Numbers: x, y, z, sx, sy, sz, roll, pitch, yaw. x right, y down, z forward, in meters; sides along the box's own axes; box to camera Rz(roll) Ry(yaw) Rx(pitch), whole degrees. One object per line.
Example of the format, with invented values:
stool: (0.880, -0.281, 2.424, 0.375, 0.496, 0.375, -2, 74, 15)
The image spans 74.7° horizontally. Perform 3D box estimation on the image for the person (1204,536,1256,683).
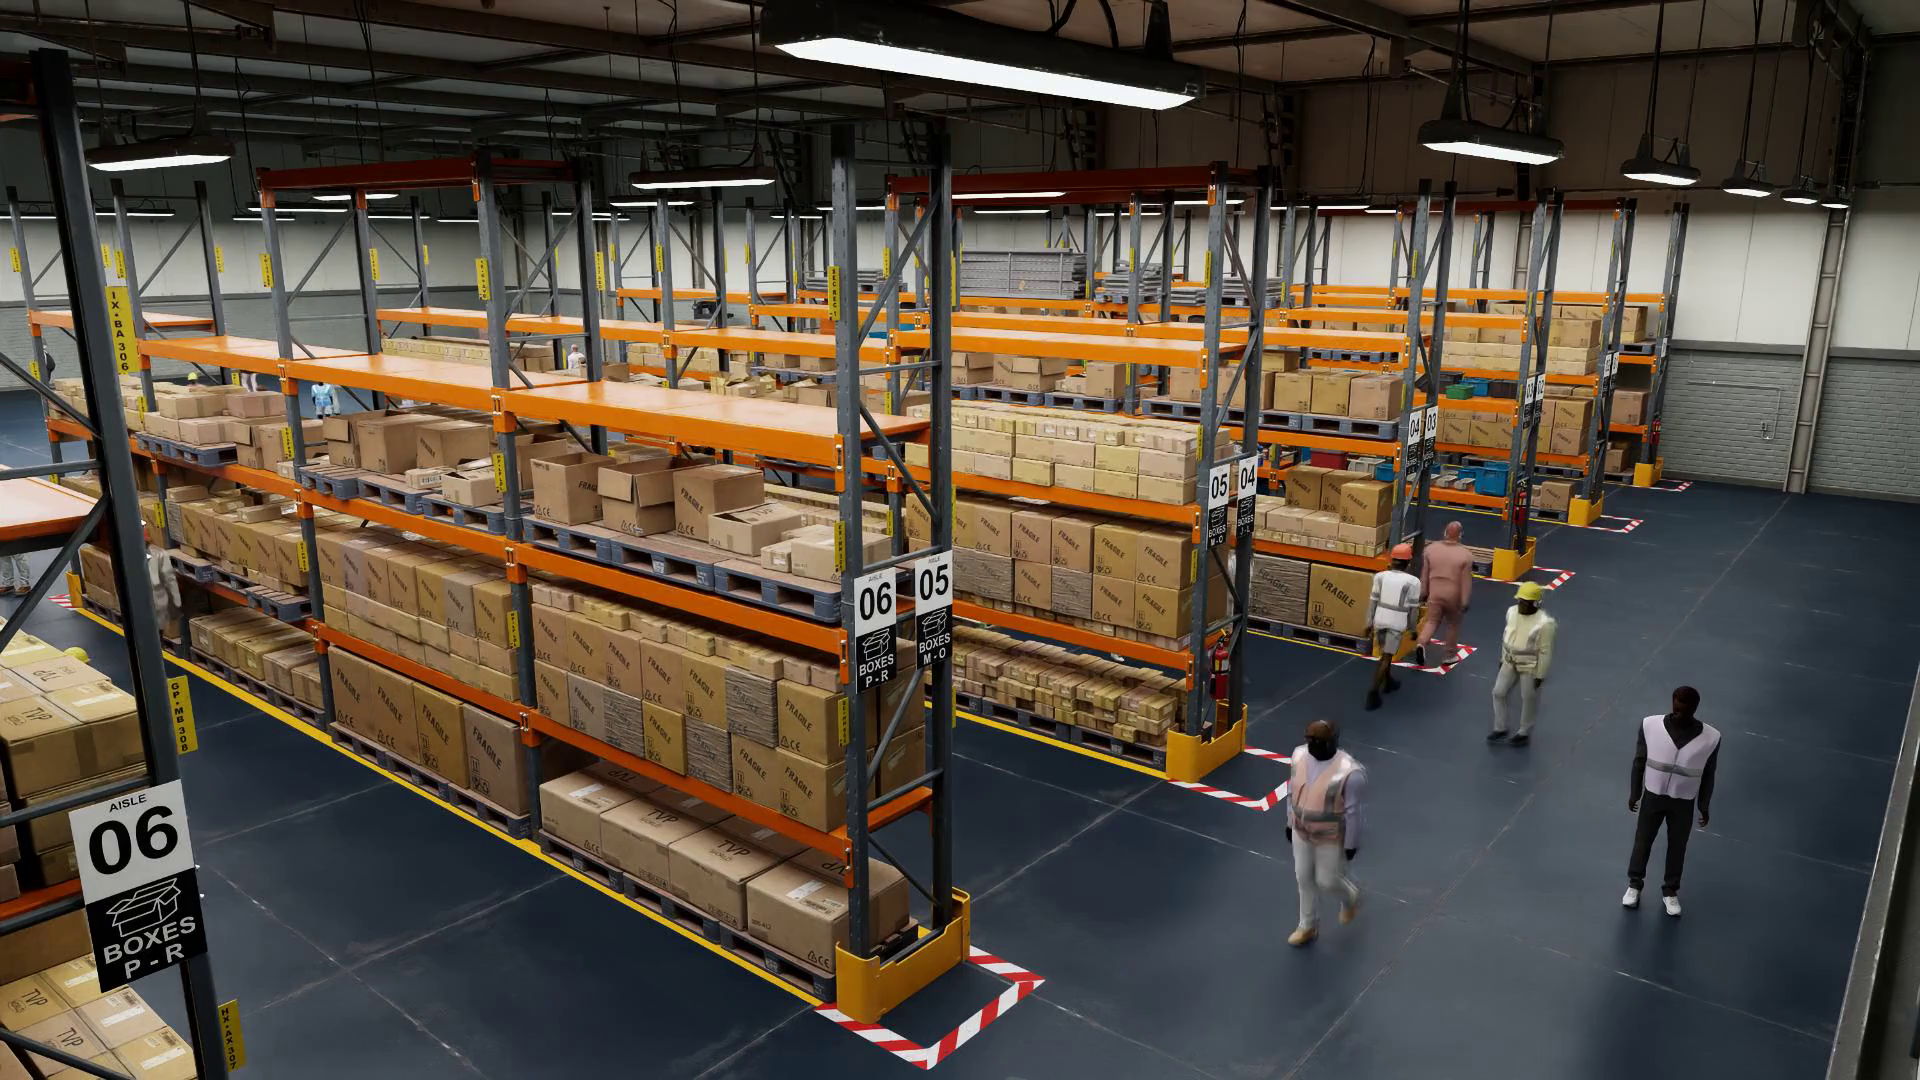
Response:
person: (3.326, 0.813, 15.401, 0.607, 1.871, 0.531, -13, 19, -43)

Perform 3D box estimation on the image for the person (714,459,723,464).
person: (-5.490, -2.268, 27.953, 0.585, 1.922, 0.378, 11, 17, 37)

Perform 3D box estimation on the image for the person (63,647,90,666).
person: (-7.997, 1.821, 11.527, 0.483, 1.737, 0.320, 3, 14, 13)

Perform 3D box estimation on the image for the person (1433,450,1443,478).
person: (10.095, -2.064, 27.188, 0.926, 1.889, 0.605, 11, 17, 37)

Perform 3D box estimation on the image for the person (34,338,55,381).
person: (-30.278, -5.652, 41.715, 0.535, 2.000, 0.684, -7, 15, -27)

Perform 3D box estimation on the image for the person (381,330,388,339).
person: (-22.980, -7.572, 50.362, 0.523, 1.638, 0.310, 8, 16, 30)

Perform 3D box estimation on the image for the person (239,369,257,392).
person: (-23.288, -5.516, 41.200, 0.587, 1.971, 0.649, 8, 16, 28)

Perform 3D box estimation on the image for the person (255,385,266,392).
person: (-16.799, -2.864, 30.641, 0.640, 1.811, 0.646, 8, 16, 28)

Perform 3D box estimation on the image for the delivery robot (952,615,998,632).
delivery robot: (0.168, 1.089, 16.886, 0.707, 0.478, 0.477, 13, 19, 43)

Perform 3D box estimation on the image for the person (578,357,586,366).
person: (-11.137, -4.510, 37.336, 0.336, 1.845, 0.514, -3, 14, -11)

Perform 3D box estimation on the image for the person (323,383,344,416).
person: (-18.985, -4.643, 37.944, 0.704, 1.807, 0.627, 6, 15, 25)

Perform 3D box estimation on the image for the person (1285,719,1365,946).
person: (2.810, 2.224, 9.703, 0.572, 1.822, 0.629, -10, 17, -36)

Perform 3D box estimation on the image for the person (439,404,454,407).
person: (-12.262, -2.760, 30.001, 0.876, 1.912, 0.600, -11, 17, -38)

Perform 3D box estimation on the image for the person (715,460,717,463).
person: (-5.913, -2.667, 29.694, 0.520, 1.876, 0.326, -2, 14, -9)

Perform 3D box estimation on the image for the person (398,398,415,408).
person: (-14.474, -3.504, 33.031, 0.551, 1.924, 0.558, -10, 17, -37)

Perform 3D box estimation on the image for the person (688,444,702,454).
person: (-4.667, -0.908, 22.325, 0.373, 1.939, 0.545, 9, 16, 33)

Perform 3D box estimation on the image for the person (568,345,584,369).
person: (-12.388, -5.341, 40.626, 0.409, 1.907, 0.651, 8, 16, 31)

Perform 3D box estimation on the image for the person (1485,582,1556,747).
person: (5.906, 1.331, 13.361, 0.610, 1.815, 0.620, -7, 15, -26)

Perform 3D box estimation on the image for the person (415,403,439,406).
person: (-13.145, -3.065, 31.205, 0.628, 1.960, 0.583, -10, 17, -36)

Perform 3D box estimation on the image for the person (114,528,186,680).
person: (-9.886, 0.770, 15.328, 1.048, 2.004, 0.631, 12, 18, 40)

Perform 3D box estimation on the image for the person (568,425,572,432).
person: (-10.363, -3.444, 32.887, 0.861, 1.871, 0.675, 13, 19, 43)

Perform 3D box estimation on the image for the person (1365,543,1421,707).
person: (5.023, 0.979, 14.704, 0.975, 1.887, 0.554, -12, 18, -42)

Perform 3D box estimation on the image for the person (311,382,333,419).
person: (-17.352, -3.704, 34.341, 0.533, 1.685, 0.458, -4, 14, -16)

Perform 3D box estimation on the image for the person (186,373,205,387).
person: (-20.630, -3.643, 34.056, 0.528, 1.713, 0.935, -5, 15, -20)

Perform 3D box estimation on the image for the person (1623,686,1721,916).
person: (5.720, 2.066, 10.145, 0.587, 1.913, 0.391, 7, 15, 26)

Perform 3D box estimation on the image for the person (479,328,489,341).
person: (-20.594, -8.672, 54.684, 0.536, 1.730, 0.664, -8, 16, -31)

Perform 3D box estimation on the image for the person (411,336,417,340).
person: (-20.145, -6.697, 46.641, 0.317, 1.695, 0.540, 11, 18, 39)

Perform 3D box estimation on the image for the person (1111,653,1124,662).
person: (2.129, 0.739, 16.187, 0.500, 1.633, 0.281, -13, 19, -43)

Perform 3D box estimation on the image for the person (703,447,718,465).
person: (-4.581, -0.883, 22.802, 0.853, 1.659, 0.538, 9, 16, 32)

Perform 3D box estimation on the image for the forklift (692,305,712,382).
forklift: (-9.511, -7.392, 47.124, 1.873, 2.768, 1.129, 11, 17, 38)

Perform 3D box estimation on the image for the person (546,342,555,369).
person: (-13.250, -5.407, 40.720, 0.624, 1.989, 1.023, 7, 16, 28)

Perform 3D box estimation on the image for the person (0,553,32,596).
person: (-14.448, -0.115, 19.063, 0.629, 1.940, 0.376, 2, 14, 7)

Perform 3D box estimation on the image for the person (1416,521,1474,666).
person: (6.095, 0.697, 15.860, 0.644, 1.879, 0.747, 13, 19, 42)
